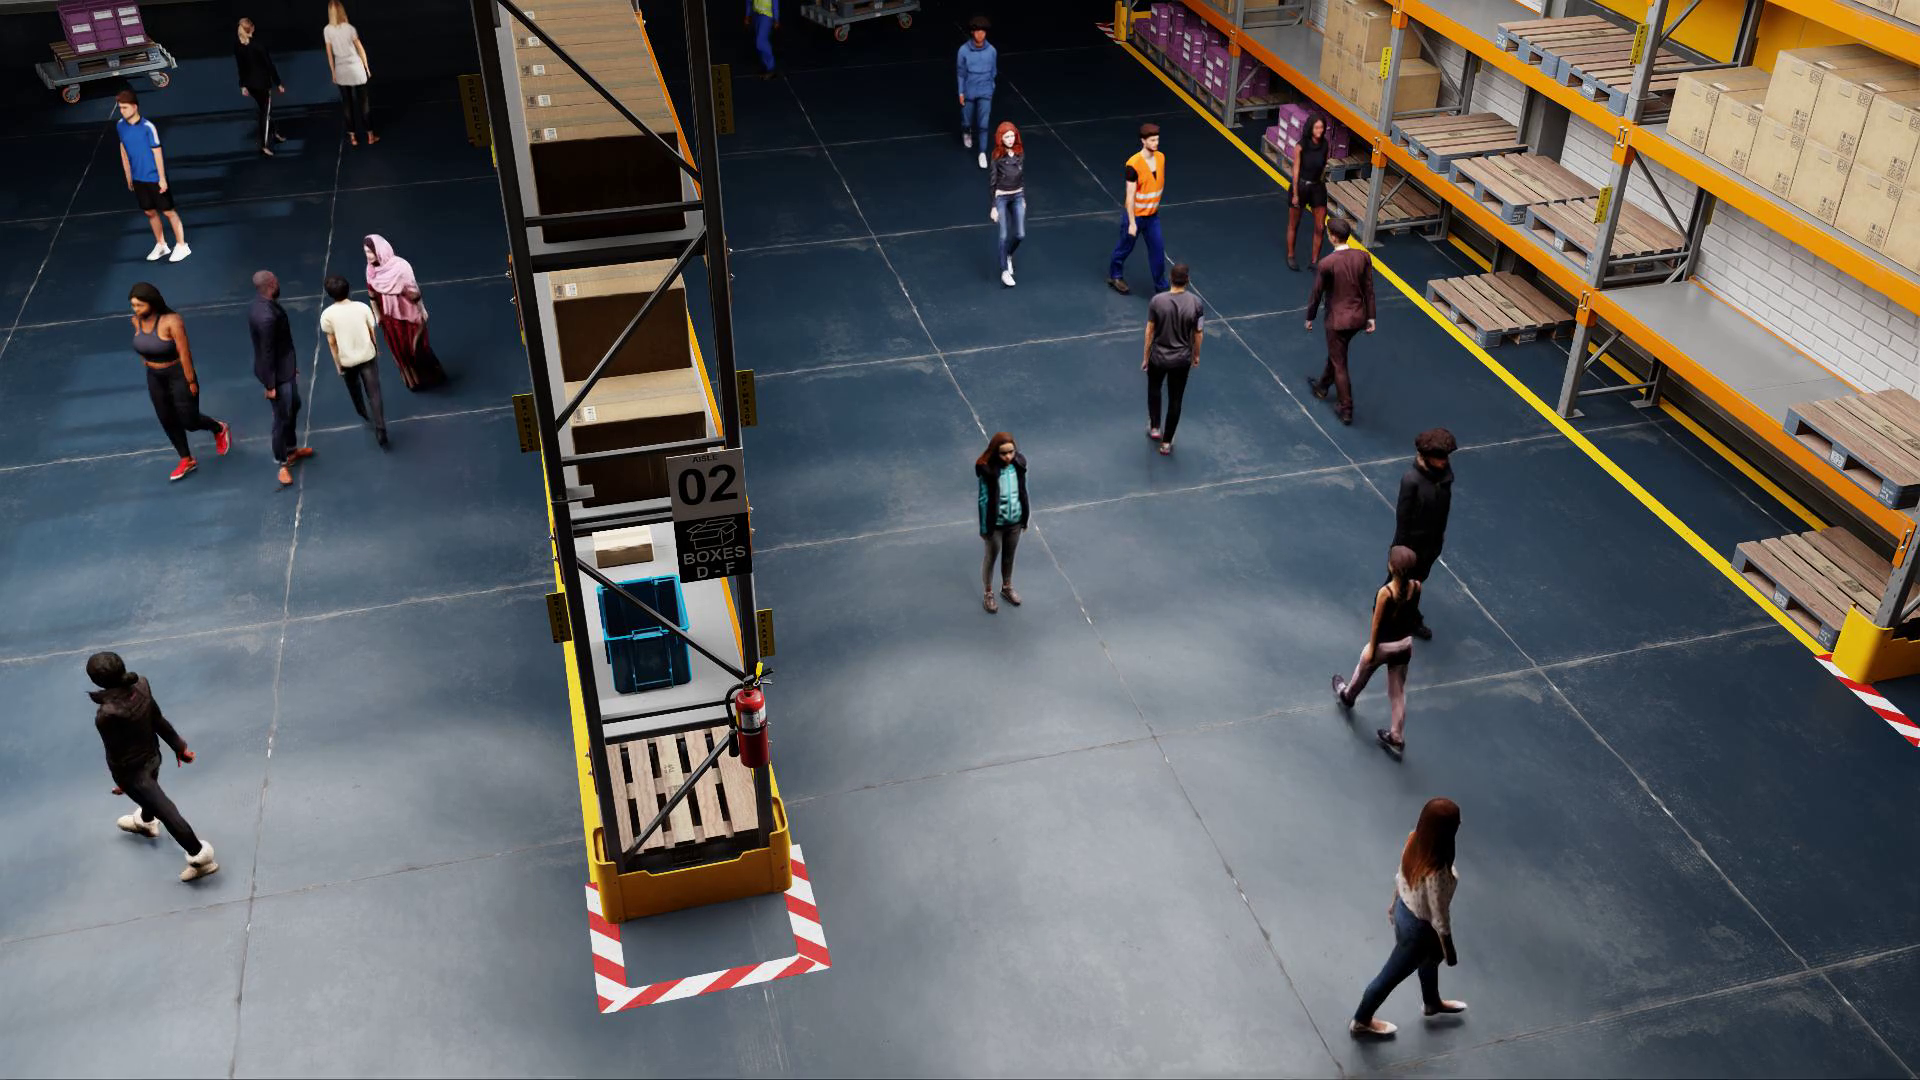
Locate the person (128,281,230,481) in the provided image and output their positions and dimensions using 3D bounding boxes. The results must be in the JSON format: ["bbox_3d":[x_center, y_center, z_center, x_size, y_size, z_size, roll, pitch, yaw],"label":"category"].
[{"bbox_3d":[-6.643,-1.408,14.146,0.901,1.801,0.997,10,35,15],"label":"person"}]

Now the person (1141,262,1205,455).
[{"bbox_3d":[1.818,-1.530,14.375,0.782,1.750,0.813,3,34,5],"label":"person"}]

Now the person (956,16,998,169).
[{"bbox_3d":[0.189,-5.514,20.334,0.784,1.788,1.060,-3,34,-5],"label":"person"}]

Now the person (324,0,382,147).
[{"bbox_3d":[-7.617,-5.830,20.774,0.638,1.827,0.565,-4,34,-6],"label":"person"}]

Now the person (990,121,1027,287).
[{"bbox_3d":[0.489,-3.530,17.359,0.605,1.778,0.669,-17,37,-23],"label":"person"}]

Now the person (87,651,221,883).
[{"bbox_3d":[-5.141,1.344,10.133,1.018,1.659,1.135,20,39,27],"label":"person"}]

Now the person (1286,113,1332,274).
[{"bbox_3d":[3.631,-3.689,17.651,0.594,1.720,0.772,-7,34,-11],"label":"person"}]

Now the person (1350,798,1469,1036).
[{"bbox_3d":[2.376,2.079,8.986,0.824,1.705,0.923,3,34,4],"label":"person"}]

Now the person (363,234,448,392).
[{"bbox_3d":[-5.131,-2.110,15.377,0.809,1.606,0.837,6,34,9],"label":"person"}]

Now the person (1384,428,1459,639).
[{"bbox_3d":[3.332,-0.036,12.103,0.684,1.777,0.661,-18,37,-24],"label":"person"}]

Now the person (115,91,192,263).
[{"bbox_3d":[-8.679,-3.926,17.875,0.752,1.867,0.749,6,34,10],"label":"person"}]

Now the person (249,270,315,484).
[{"bbox_3d":[-5.831,-1.372,14.099,0.935,1.793,0.523,-2,34,-3],"label":"person"}]

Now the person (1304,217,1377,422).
[{"bbox_3d":[3.497,-1.932,14.929,0.761,1.807,1.033,-8,34,-11],"label":"person"}]

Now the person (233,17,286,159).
[{"bbox_3d":[-8.655,-5.509,20.424,0.867,1.681,0.974,10,35,15],"label":"person"}]

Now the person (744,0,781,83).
[{"bbox_3d":[-2.644,-7.259,22.947,0.830,1.802,0.718,-24,40,-31],"label":"person"}]

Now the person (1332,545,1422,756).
[{"bbox_3d":[2.914,0.759,11.140,0.576,1.521,1.020,-10,35,-15],"label":"person"}]

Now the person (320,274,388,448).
[{"bbox_3d":[-5.260,-1.532,14.577,0.712,1.530,1.064,-14,36,-21],"label":"person"}]

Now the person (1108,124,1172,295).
[{"bbox_3d":[1.789,-3.376,17.067,1.032,1.844,1.287,-24,41,-32],"label":"person"}]

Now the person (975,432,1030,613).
[{"bbox_3d":[0.313,-0.160,12.539,0.625,1.501,0.646,-17,37,-23],"label":"person"}]
